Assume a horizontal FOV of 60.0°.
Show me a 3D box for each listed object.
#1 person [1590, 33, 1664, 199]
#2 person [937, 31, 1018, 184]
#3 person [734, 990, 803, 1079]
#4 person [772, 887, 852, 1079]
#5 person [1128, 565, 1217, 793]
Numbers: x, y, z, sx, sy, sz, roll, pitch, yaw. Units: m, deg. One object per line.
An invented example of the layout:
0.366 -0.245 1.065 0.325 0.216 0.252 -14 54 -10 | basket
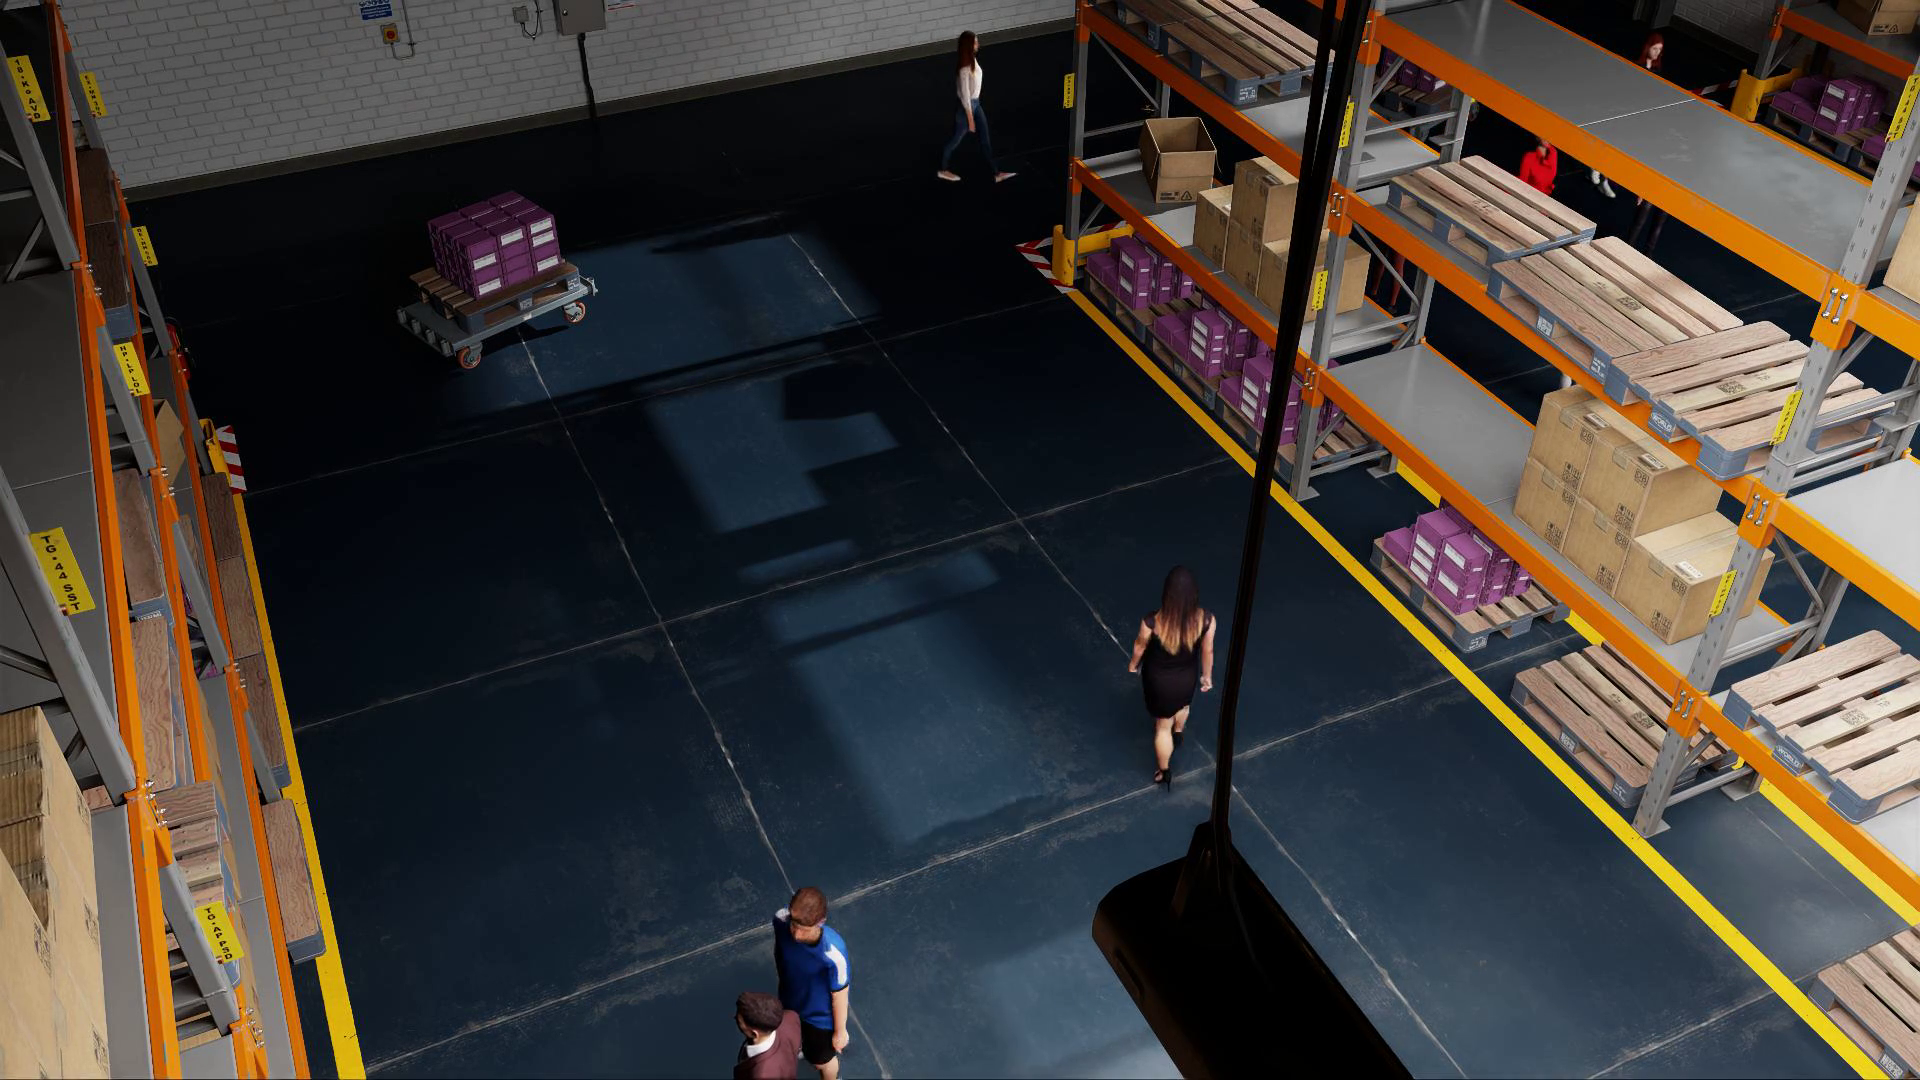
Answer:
6.987 -4.496 17.491 0.644 1.774 0.734 -8 39 -10 | person
-0.002 -4.543 17.621 1.154 1.684 1.092 13 40 16 | person
-0.925 2.839 8.233 0.841 1.866 0.740 6 39 7 | person
-0.722 2.407 8.787 0.919 1.848 0.981 28 47 31 | person
1.387 0.965 10.718 0.733 1.693 0.807 -9 39 -11 | person
